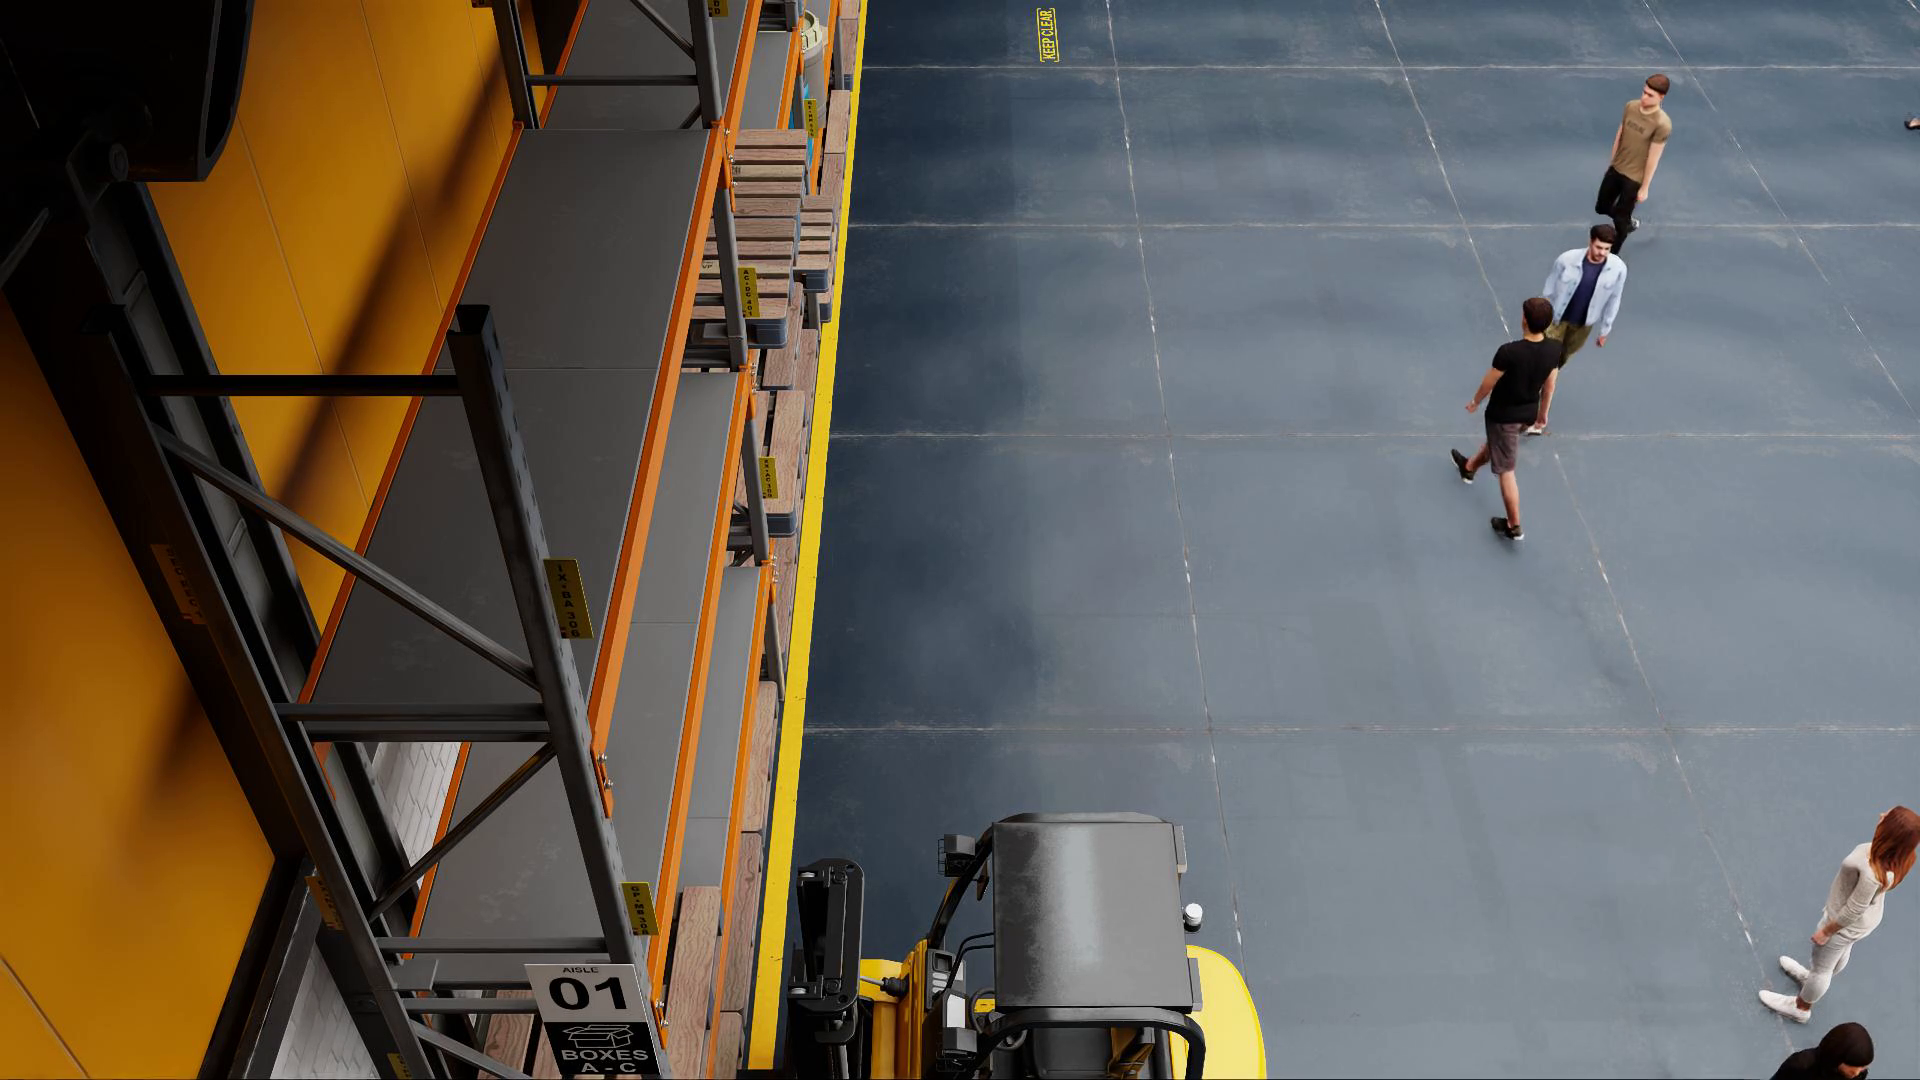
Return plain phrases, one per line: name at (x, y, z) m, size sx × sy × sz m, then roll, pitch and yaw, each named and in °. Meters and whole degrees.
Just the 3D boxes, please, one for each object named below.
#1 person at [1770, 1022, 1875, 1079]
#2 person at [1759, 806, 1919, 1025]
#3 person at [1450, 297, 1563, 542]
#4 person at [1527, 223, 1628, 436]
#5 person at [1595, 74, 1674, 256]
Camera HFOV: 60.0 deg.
person at (4.047, 2.749, 8.170) m, size 0.578 × 1.636 × 0.607 m, roll -2°, pitch 44°, yaw -2°
person at (4.771, 2.005, 8.895) m, size 0.696 × 1.713 × 0.742 m, roll -31°, pitch 51°, yaw -28°
person at (3.951, -0.816, 11.787) m, size 0.976 × 1.808 × 1.339 m, roll -15°, pitch 45°, yaw -15°
person at (4.685, -1.735, 12.779) m, size 0.848 × 1.770 × 1.183 m, roll 9°, pitch 44°, yaw 9°
person at (5.794, -3.140, 14.204) m, size 0.951 × 1.838 × 0.938 m, roll -21°, pitch 47°, yaw -20°
